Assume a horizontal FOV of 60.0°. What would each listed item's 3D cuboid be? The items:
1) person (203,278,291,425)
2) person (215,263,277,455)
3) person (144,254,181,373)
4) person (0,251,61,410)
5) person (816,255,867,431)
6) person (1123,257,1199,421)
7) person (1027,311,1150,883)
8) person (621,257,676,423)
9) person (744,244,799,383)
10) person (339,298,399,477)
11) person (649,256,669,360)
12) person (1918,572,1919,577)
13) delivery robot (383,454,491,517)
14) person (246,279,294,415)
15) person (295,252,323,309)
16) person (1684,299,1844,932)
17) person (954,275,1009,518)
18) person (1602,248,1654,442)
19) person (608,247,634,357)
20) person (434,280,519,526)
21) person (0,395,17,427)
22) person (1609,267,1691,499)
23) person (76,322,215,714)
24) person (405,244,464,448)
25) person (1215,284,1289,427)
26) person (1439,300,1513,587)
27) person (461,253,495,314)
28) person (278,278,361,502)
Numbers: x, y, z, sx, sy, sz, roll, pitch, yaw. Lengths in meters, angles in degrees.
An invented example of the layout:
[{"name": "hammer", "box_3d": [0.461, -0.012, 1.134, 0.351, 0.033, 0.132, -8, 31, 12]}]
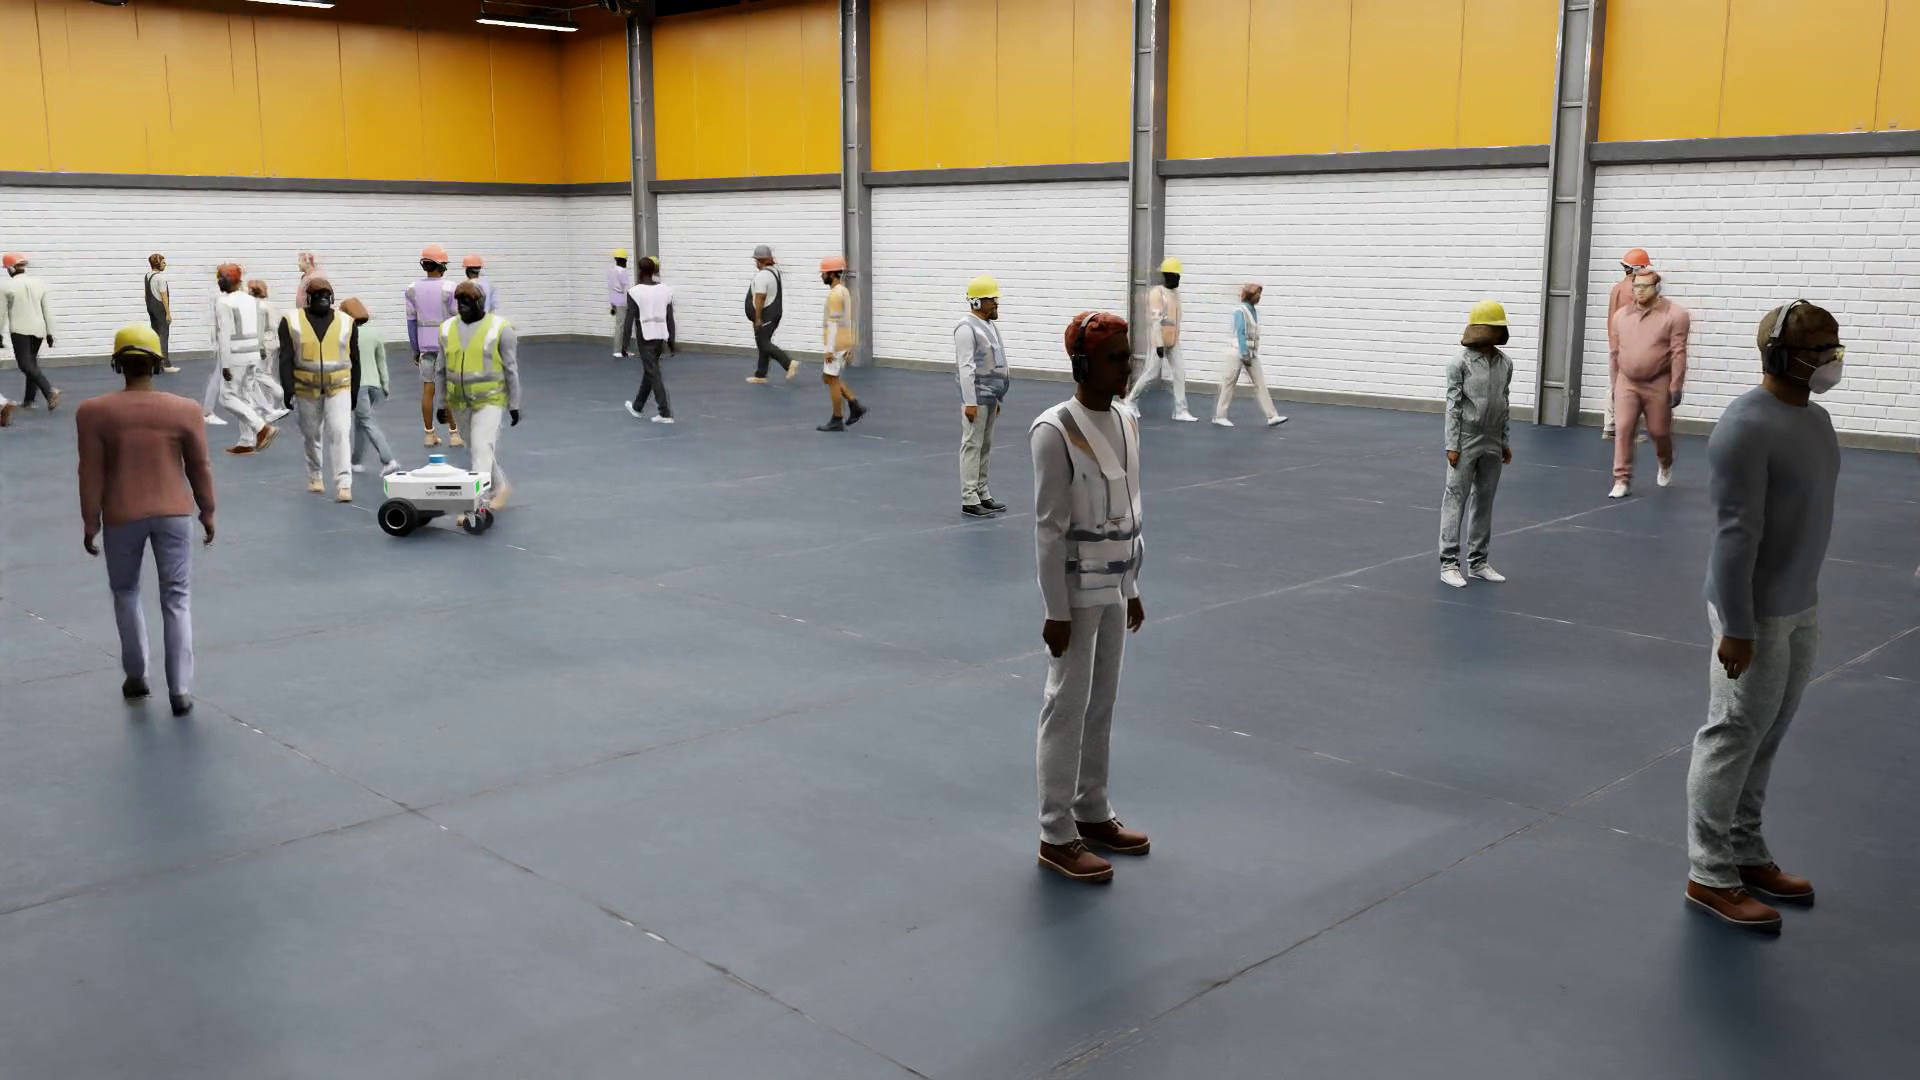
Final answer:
[{"name": "person", "box_3d": [-8.141, -2.192, 18.713, 1.001, 1.813, 0.568, 0, 10, 1]}, {"name": "person", "box_3d": [-6.897, -1.726, 16.032, 0.542, 1.873, 0.586, 2, 11, 13]}, {"name": "person", "box_3d": [-12.461, -3.523, 25.892, 0.515, 1.843, 0.327, 7, 12, 34]}, {"name": "person", "box_3d": [-11.327, -2.539, 20.251, 0.917, 1.958, 0.636, 6, 12, 28]}, {"name": "person", "box_3d": [-1.334, -2.126, 18.070, 0.448, 1.925, 0.544, 0, 10, 2]}, {"name": "person", "box_3d": [2.323, -2.326, 19.263, 0.914, 1.894, 0.590, 10, 14, 42]}, {"name": "person", "box_3d": [0.443, 0.183, 5.579, 0.351, 1.882, 0.581, 7, 12, 32]}, {"name": "person", "box_3d": [-3.636, -2.298, 19.128, 0.966, 1.868, 0.618, 9, 14, 40]}, {"name": "person", "box_3d": [-2.710, -3.253, 23.881, 0.807, 2.000, 0.694, 3, 11, 14]}, {"name": "person", "box_3d": [-5.280, -1.351, 14.753, 0.842, 1.591, 0.504, 6, 12, 29]}, {"name": "person", "box_3d": [-5.265, -3.987, 28.636, 0.308, 1.769, 0.525, -9, 14, -41]}, {"name": "person", "box_3d": [5.825, -0.564, 9.376, 0.618, 1.996, 1.064, -2, 11, -10]}, {"name": "delivery robot", "box_3d": [-3.754, -0.372, 11.971, 0.707, 0.478, 0.477, 0, 10, 0]}, {"name": "person", "box_3d": [-8.198, -2.272, 19.673, 0.427, 1.625, 0.519, -2, 11, -10]}, {"name": "person", "box_3d": [-9.537, -3.308, 24.594, 0.594, 1.885, 0.657, -6, 12, -29]}, {"name": "person", "box_3d": [2.520, 0.226, 5.187, 0.635, 1.938, 0.359, -10, 14, -44]}, {"name": "person", "box_3d": [0.174, -1.094, 12.676, 0.403, 1.834, 0.589, 4, 11, 20]}, {"name": "person", "box_3d": [6.937, -2.014, 17.248, 0.381, 1.994, 0.622, -1, 10, -8]}, {"name": "person", "box_3d": [-5.968, -4.185, 29.308, 0.390, 1.929, 0.593, -7, 13, -34]}, {"name": "person", "box_3d": [-3.621, -1.053, 12.546, 0.640, 1.809, 0.925, 2, 11, 13]}, {"name": "person", "box_3d": [-10.605, -2.093, 17.902, 0.649, 1.916, 0.658, -2, 11, -11]}, {"name": "person", "box_3d": [5.646, -1.294, 13.650, 0.643, 1.879, 0.818, 8, 13, 37]}, {"name": "person", "box_3d": [-3.674, -0.107, 7.540, 0.549, 1.740, 0.715, -6, 12, -29]}, {"name": "person", "box_3d": [-5.231, -1.939, 16.710, 0.607, 2.044, 0.376, 1, 10, 7]}, {"name": "person", "box_3d": [3.219, -2.031, 18.442, 0.861, 1.595, 0.533, 9, 14, 39]}, {"name": "person", "box_3d": [3.176, -0.586, 10.158, 0.489, 1.743, 0.300, -5, 12, -25]}, {"name": "person", "box_3d": [-6.147, -2.715, 21.311, 0.831, 1.915, 0.548, 7, 13, 34]}, {"name": "person", "box_3d": [-5.207, -1.235, 13.563, 0.625, 1.801, 0.960, -4, 11, -22]}]
